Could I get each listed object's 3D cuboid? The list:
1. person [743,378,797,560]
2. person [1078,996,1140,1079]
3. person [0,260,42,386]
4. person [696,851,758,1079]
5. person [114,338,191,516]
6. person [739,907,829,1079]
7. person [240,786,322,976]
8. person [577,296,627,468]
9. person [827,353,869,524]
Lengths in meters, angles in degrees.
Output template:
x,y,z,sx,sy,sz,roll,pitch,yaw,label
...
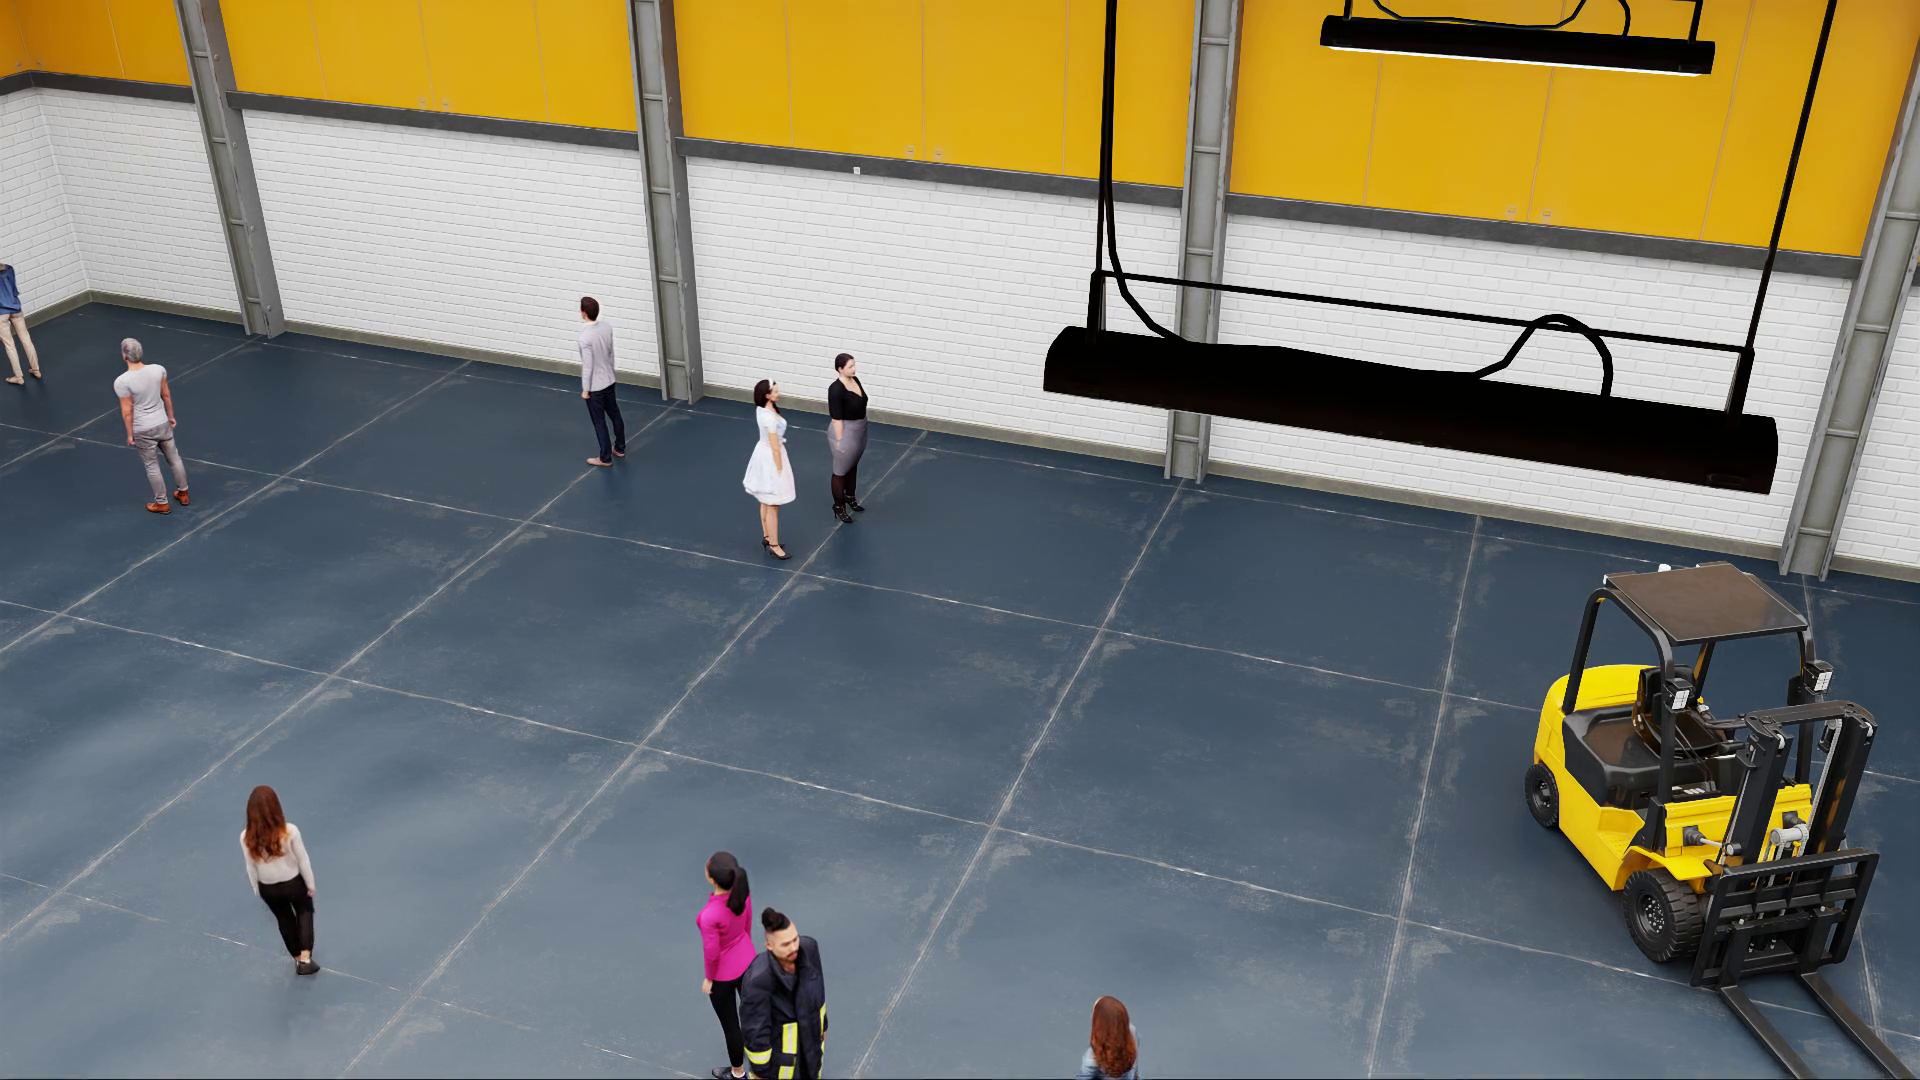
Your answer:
x,y,z,sx,sy,sz,roll,pitch,yaw,label
-1.793,-0.680,15.755,0.904,1.818,0.853,-8,30,-15,person
0.861,3.124,9.147,0.746,1.467,0.704,25,37,38,person
-11.193,-2.666,19.521,0.605,1.697,0.641,15,32,25,person
-1.357,2.553,9.953,0.632,1.698,0.631,17,33,29,person
-8.064,-1.142,16.588,0.636,1.831,0.735,17,33,28,person
-0.977,2.796,9.338,0.835,1.860,0.847,23,36,36,person
-4.379,2.263,10.715,0.704,1.477,0.758,-6,29,-12,person
-3.812,-1.681,17.556,0.575,1.850,0.694,13,31,22,person
-1.131,-1.034,16.464,0.612,1.760,0.666,11,31,20,person
